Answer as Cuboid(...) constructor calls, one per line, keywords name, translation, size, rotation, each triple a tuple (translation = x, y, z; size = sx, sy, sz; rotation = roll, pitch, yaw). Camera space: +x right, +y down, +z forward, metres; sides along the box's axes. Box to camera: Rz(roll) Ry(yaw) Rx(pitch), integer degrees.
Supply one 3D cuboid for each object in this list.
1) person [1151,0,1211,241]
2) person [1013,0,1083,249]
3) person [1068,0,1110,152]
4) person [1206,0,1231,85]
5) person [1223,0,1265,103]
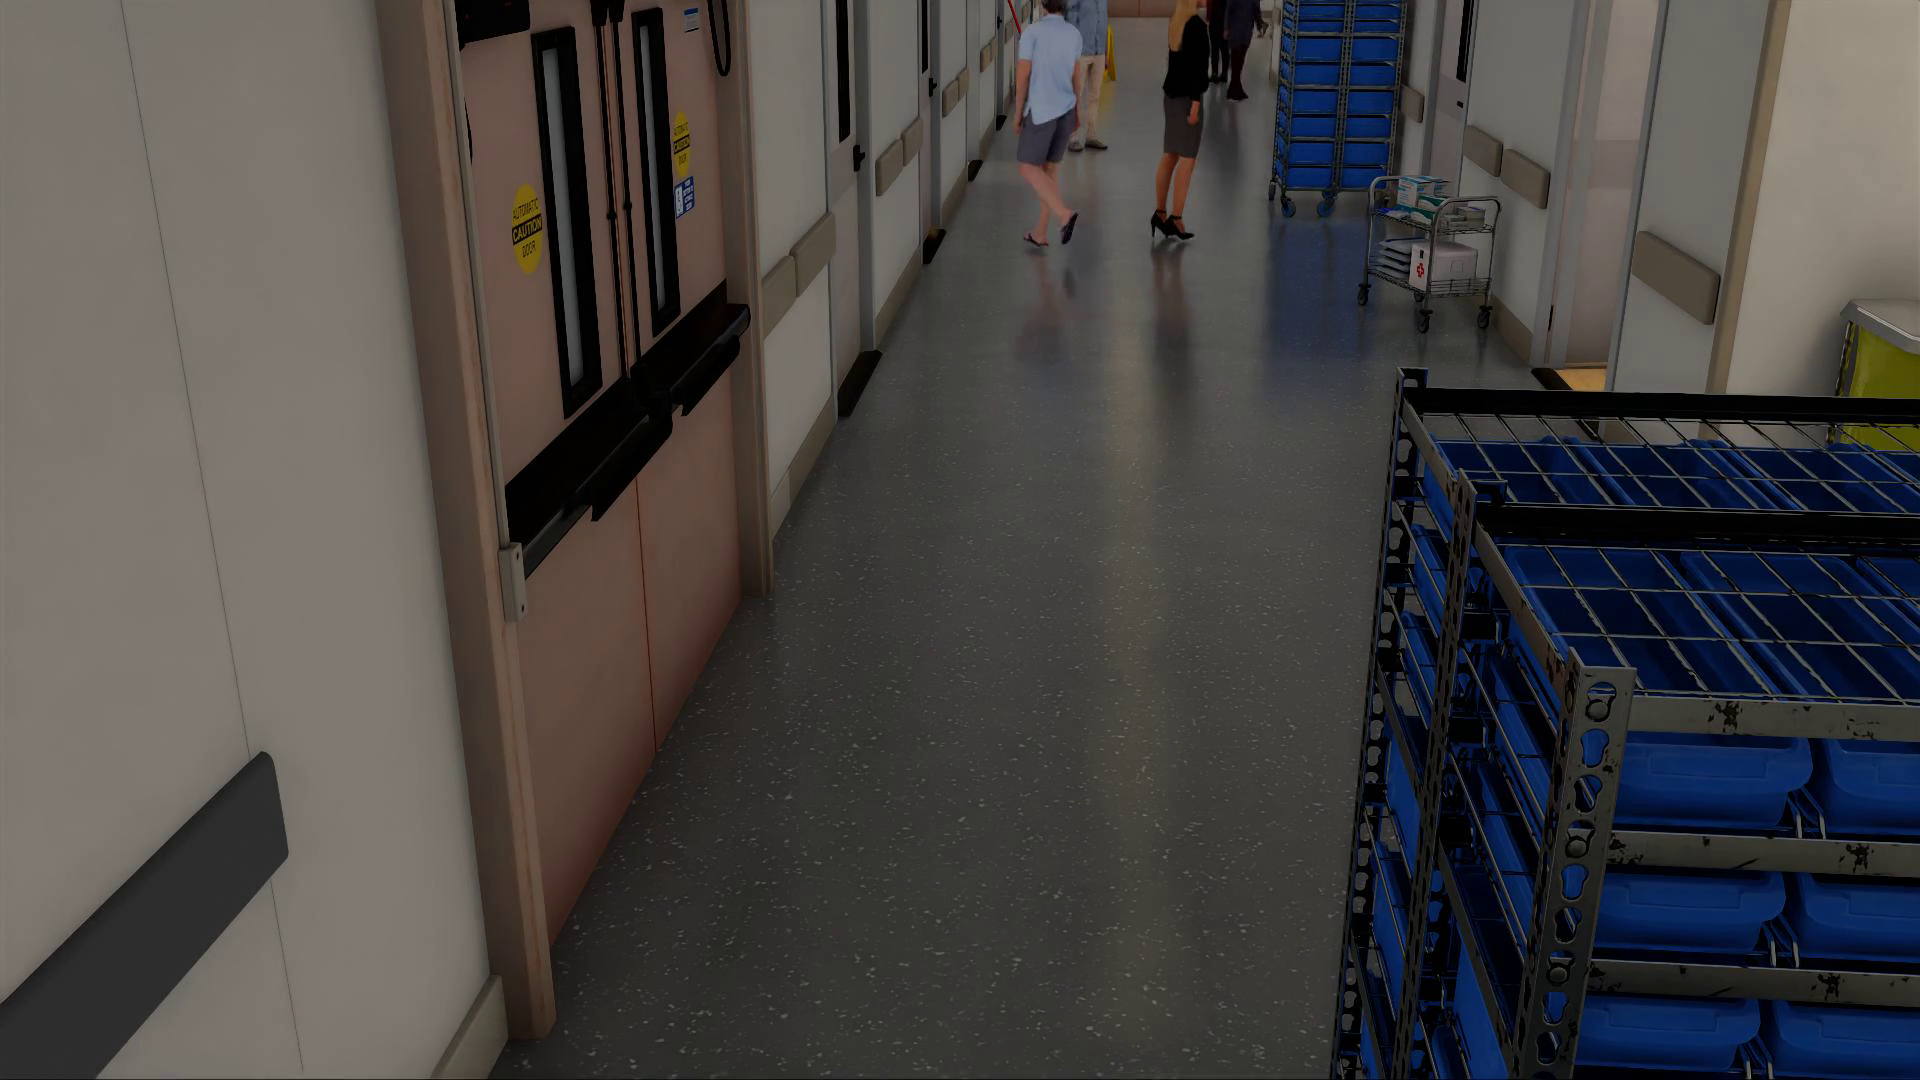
Cuboid(name="person", translation=(1.571, -3.057, 11.818), size=(0.780, 1.836, 0.664), rotation=(-10, 23, -25))
Cuboid(name="person", translation=(0.655, -2.870, 11.376), size=(0.957, 1.799, 1.091), rotation=(-11, 23, -26))
Cuboid(name="person", translation=(1.265, -4.811, 16.434), size=(0.732, 1.848, 0.764), rotation=(-13, 24, -31))
Cuboid(name="person", translation=(3.583, -7.131, 22.836), size=(0.658, 1.651, 0.705), rotation=(-14, 25, -33))
Cuboid(name="person", translation=(3.438, -6.311, 20.613), size=(0.842, 1.692, 0.975), rotation=(-8, 22, -20))
